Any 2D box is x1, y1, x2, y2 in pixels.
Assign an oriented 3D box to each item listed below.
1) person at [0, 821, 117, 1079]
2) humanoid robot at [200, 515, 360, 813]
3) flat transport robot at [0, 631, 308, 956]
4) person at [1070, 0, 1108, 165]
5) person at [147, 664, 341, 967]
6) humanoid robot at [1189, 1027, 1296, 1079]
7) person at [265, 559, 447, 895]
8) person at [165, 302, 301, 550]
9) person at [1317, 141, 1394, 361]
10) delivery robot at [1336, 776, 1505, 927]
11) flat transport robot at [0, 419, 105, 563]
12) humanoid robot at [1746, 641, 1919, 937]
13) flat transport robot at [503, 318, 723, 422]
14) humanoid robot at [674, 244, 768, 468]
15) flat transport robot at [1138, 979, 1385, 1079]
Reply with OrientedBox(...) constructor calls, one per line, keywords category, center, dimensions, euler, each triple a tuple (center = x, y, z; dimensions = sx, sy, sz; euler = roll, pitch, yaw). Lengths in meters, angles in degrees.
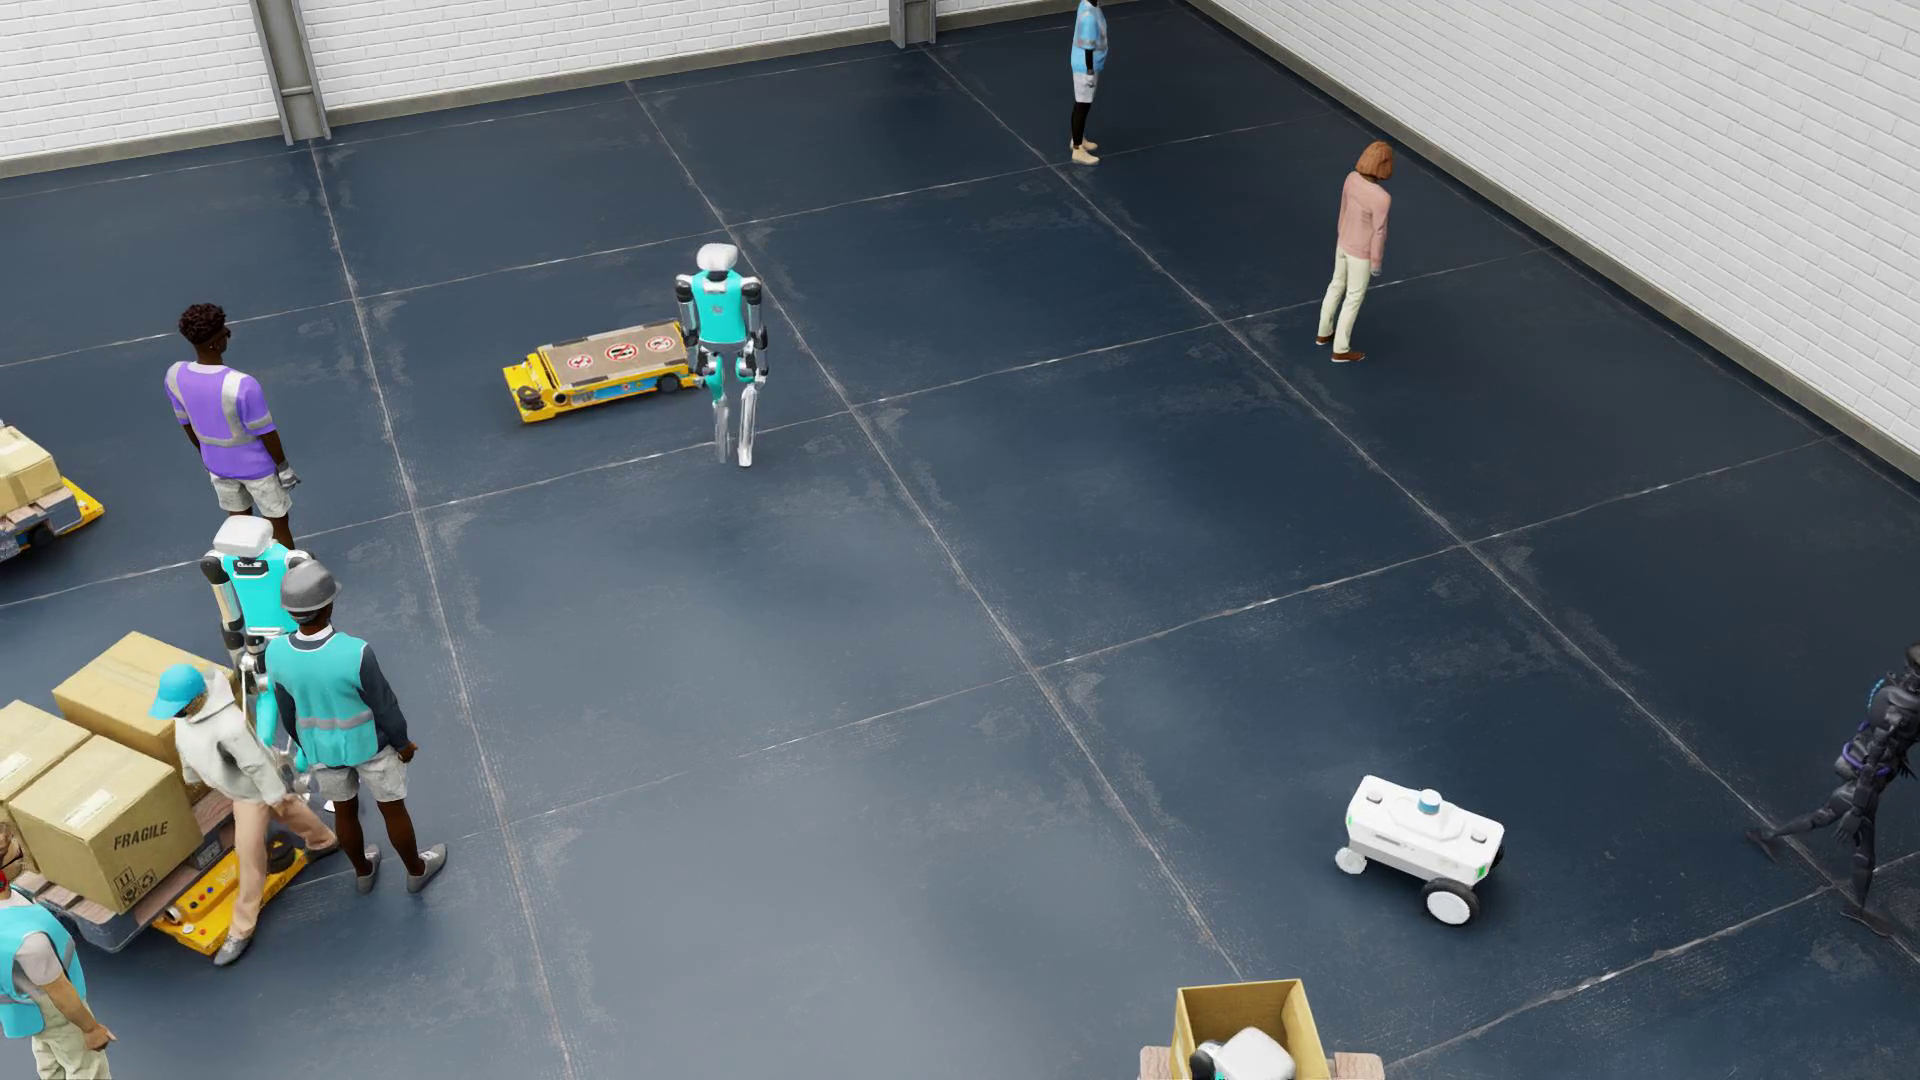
OrientedBox(category="person", center=(-3.634, 1.833, 6.594), dimensions=(0.568, 1.843, 0.373), euler=(22, 43, 26))
OrientedBox(category="humanoid robot", center=(-3.314, 0.728, 8.011), dimensions=(0.533, 1.677, 0.735), euler=(1, 38, 2))
OrientedBox(category="flat transport robot", center=(-4.033, 1.536, 8.274), dimensions=(1.431, 0.231, 0.659), euler=(17, 41, 20))
OrientedBox(category="person", center=(1.121, -4.129, 14.475), dimensions=(0.317, 1.695, 0.539), euler=(2, 38, 2))
OrientedBox(category="person", center=(-3.345, 1.132, 7.680), dimensions=(0.513, 1.621, 0.832), euler=(23, 43, 27))
OrientedBox(category="humanoid robot", center=(0.814, 2.516, 5.811), dimensions=(0.552, 1.792, 0.818), euler=(30, 47, 33))
OrientedBox(category="person", center=(-2.829, 0.925, 7.705), dimensions=(0.554, 1.933, 0.430), euler=(2, 38, 2))
OrientedBox(category="person", center=(-4.087, -0.467, 9.491), dimensions=(0.605, 1.965, 0.368), euler=(10, 39, 12))
OrientedBox(category="person", center=(2.831, -2.063, 11.851), dimensions=(0.314, 1.624, 0.510), euler=(-12, 39, -15))
OrientedBox(category="delivery robot", center=(2.258, 1.460, 8.124), dimensions=(0.768, 0.576, 0.499), euler=(19, 42, 23))
OrientedBox(category="flat transport robot", center=(-6.160, -0.023, 10.303), dimensions=(0.659, 0.231, 1.431), euler=(27, 45, 30))
OrientedBox(category="humanoid robot", center=(4.240, 1.084, 7.761), dimensions=(0.785, 1.646, 0.612), euler=(31, 47, 34))
OrientedBox(category="flat transport robot", center=(-2.480, -1.226, 11.869), dimensions=(1.431, 0.231, 0.659), euler=(-15, 40, -19))
OrientedBox(category="humanoid robot", center=(-1.450, -1.162, 10.633), dimensions=(0.540, 1.834, 0.789), euler=(1, 38, 2))
OrientedBox(category="flat transport robot", center=(1.210, 2.763, 6.677), dimensions=(1.431, 0.231, 0.659), euler=(2, 38, 2))
